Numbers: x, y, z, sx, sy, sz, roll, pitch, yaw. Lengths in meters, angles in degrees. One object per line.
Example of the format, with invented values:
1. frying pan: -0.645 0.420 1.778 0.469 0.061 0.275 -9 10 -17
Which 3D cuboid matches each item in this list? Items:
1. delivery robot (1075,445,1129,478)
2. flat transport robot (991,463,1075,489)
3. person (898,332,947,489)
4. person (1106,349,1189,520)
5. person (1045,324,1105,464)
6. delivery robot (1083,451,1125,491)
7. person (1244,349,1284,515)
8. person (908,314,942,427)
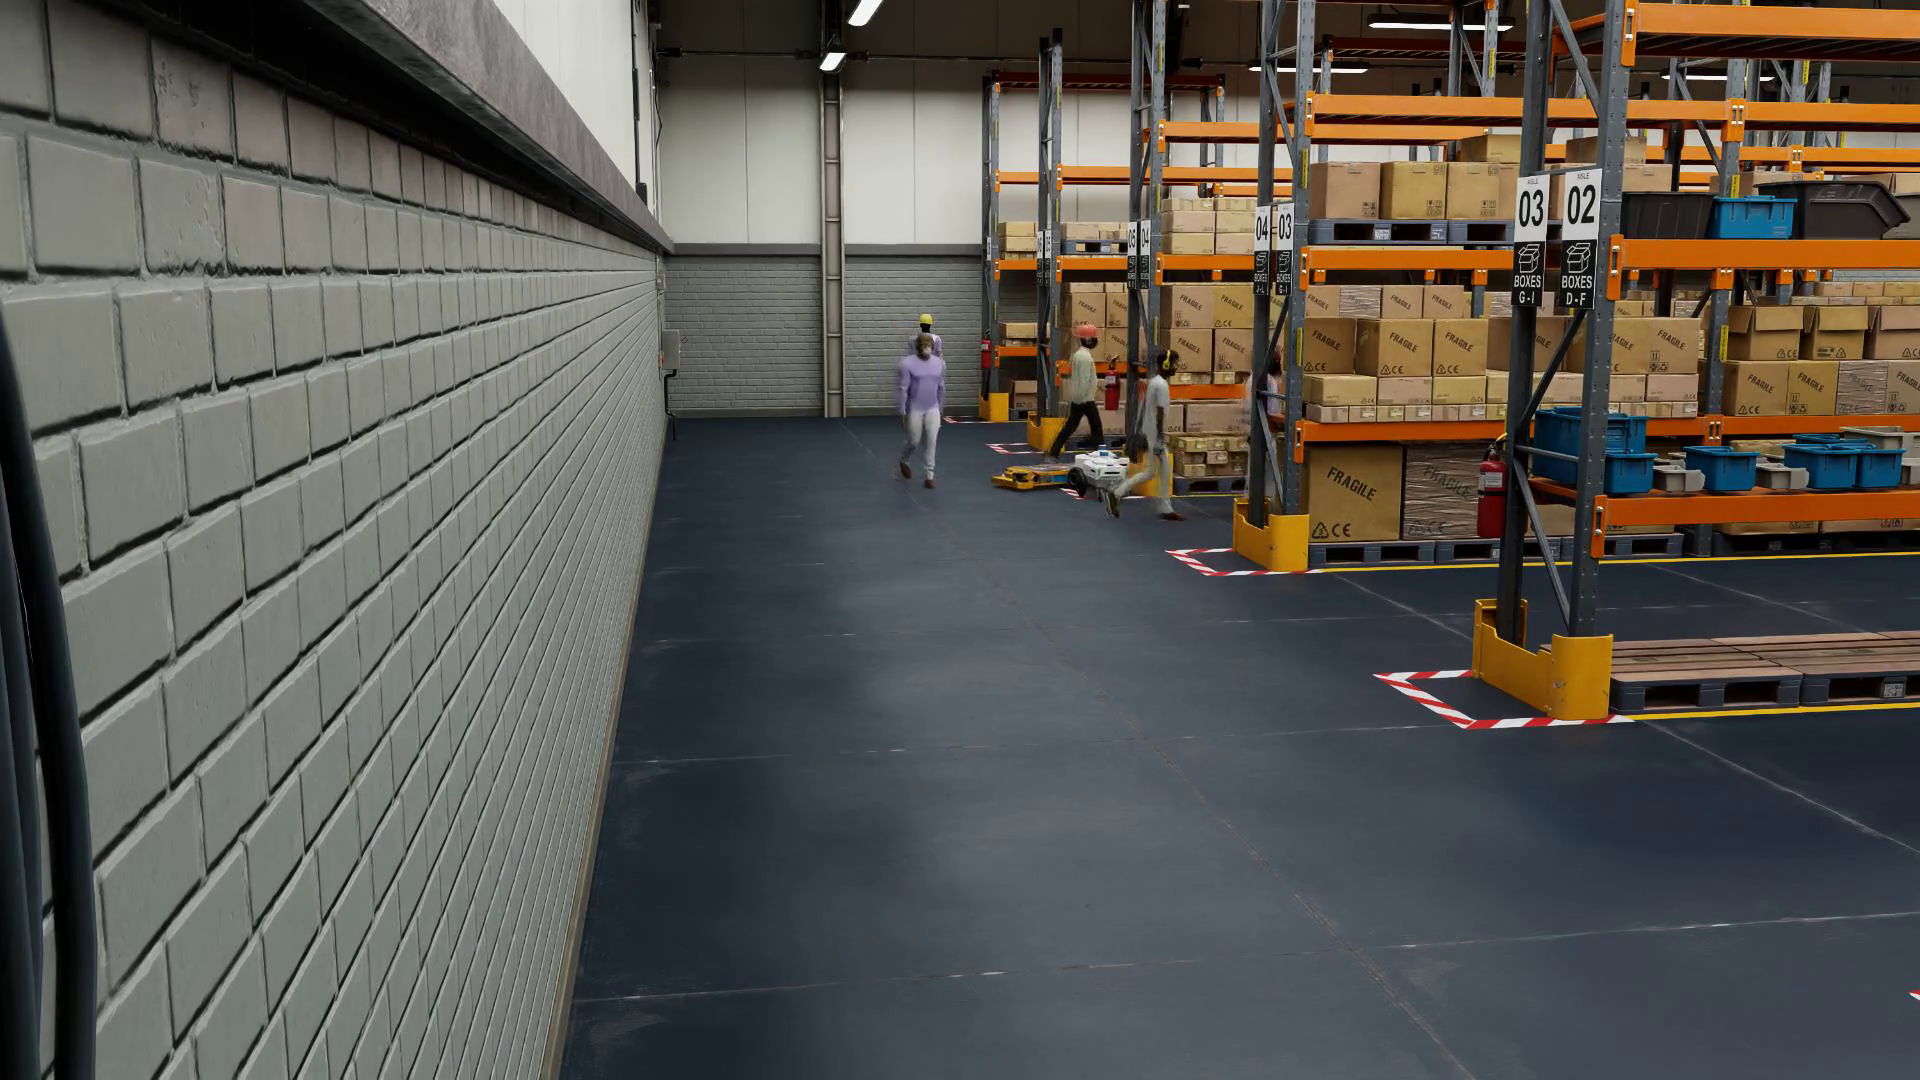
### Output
1. delivery robot: 1.712 -0.904 20.003 0.477 0.478 0.707 -7 11 -36
2. flat transport robot: 1.161 -0.803 20.546 1.431 0.197 0.652 -5 11 -29
3. person: -0.501 -1.605 20.437 0.641 1.917 0.737 -4 10 -24
4. person: 2.002 -1.104 17.630 0.806 1.826 0.557 1 9 4
5. person: 1.631 -1.906 22.227 1.047 1.949 0.617 -1 9 -9
6. delivery robot: 1.671 -0.791 19.305 0.477 0.478 0.707 -2 9 -10
7. person: 3.375 -1.151 17.937 0.656 1.821 0.645 -1 9 -5
8. person: -0.579 -2.833 27.969 0.588 1.927 0.371 2 9 11
